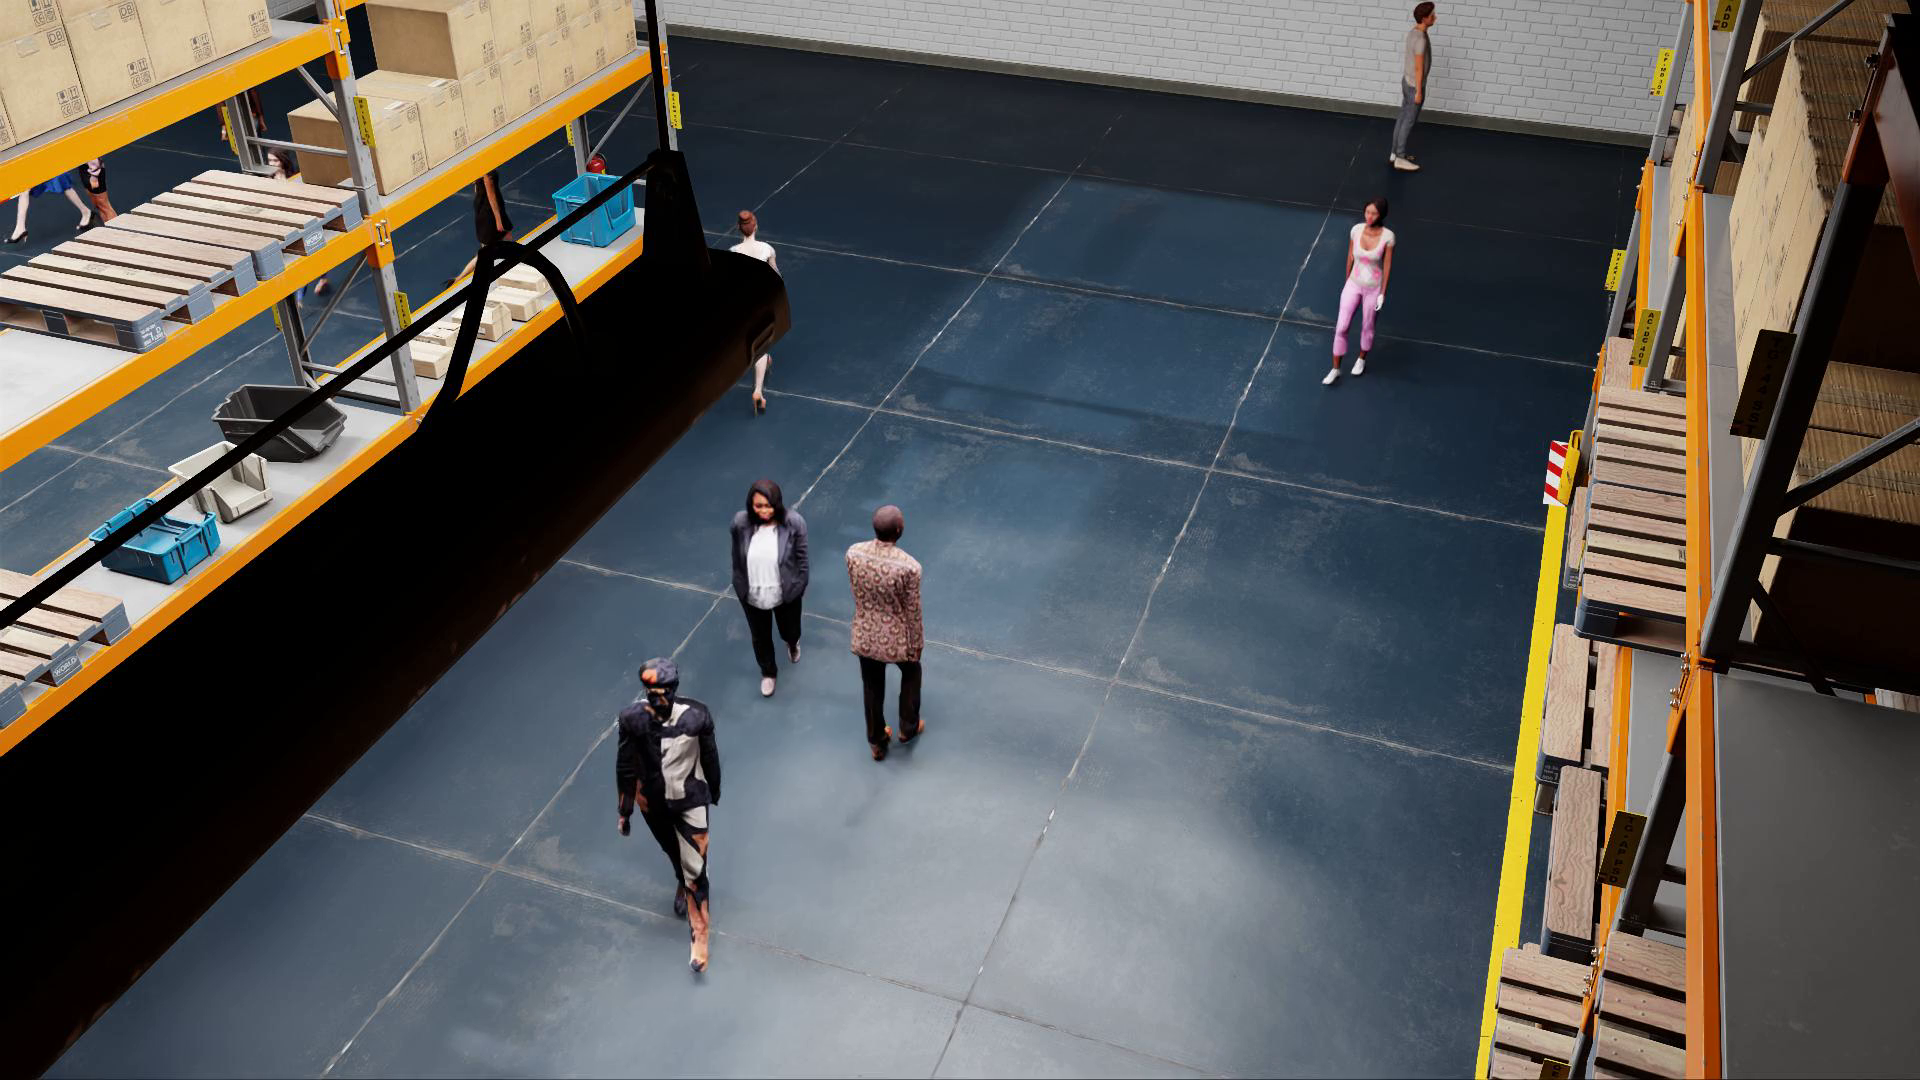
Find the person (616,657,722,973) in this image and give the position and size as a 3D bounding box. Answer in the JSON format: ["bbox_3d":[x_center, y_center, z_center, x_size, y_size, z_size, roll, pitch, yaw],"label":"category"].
[{"bbox_3d":[-1.580,1.368,9.198,0.886,1.860,1.113,2,34,3],"label":"person"}]

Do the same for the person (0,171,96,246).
[{"bbox_3d":[-9.497,-3.952,17.290,0.919,1.762,1.253,26,41,33],"label":"person"}]

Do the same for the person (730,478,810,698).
[{"bbox_3d":[-1.262,0.271,11.096,0.811,1.584,0.900,0,34,0],"label":"person"}]

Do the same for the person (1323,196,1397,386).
[{"bbox_3d":[3.631,-2.243,14.754,0.647,1.721,0.876,16,37,22],"label":"person"}]

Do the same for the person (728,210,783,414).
[{"bbox_3d":[-1.760,-1.925,14.250,0.783,1.751,1.140,3,34,5],"label":"person"}]

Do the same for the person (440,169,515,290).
[{"bbox_3d":[-4.555,-3.025,15.850,1.134,1.811,0.997,-20,39,-28],"label":"person"}]

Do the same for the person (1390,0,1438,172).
[{"bbox_3d":[5.206,-5.222,19.077,0.771,1.897,0.587,2,34,3],"label":"person"}]

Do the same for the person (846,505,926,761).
[{"bbox_3d":[-0.500,0.637,10.361,0.687,1.790,0.708,9,35,14],"label":"person"}]

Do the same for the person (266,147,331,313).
[{"bbox_3d":[-6.399,-3.049,16.112,0.739,1.560,1.115,6,34,9],"label":"person"}]
